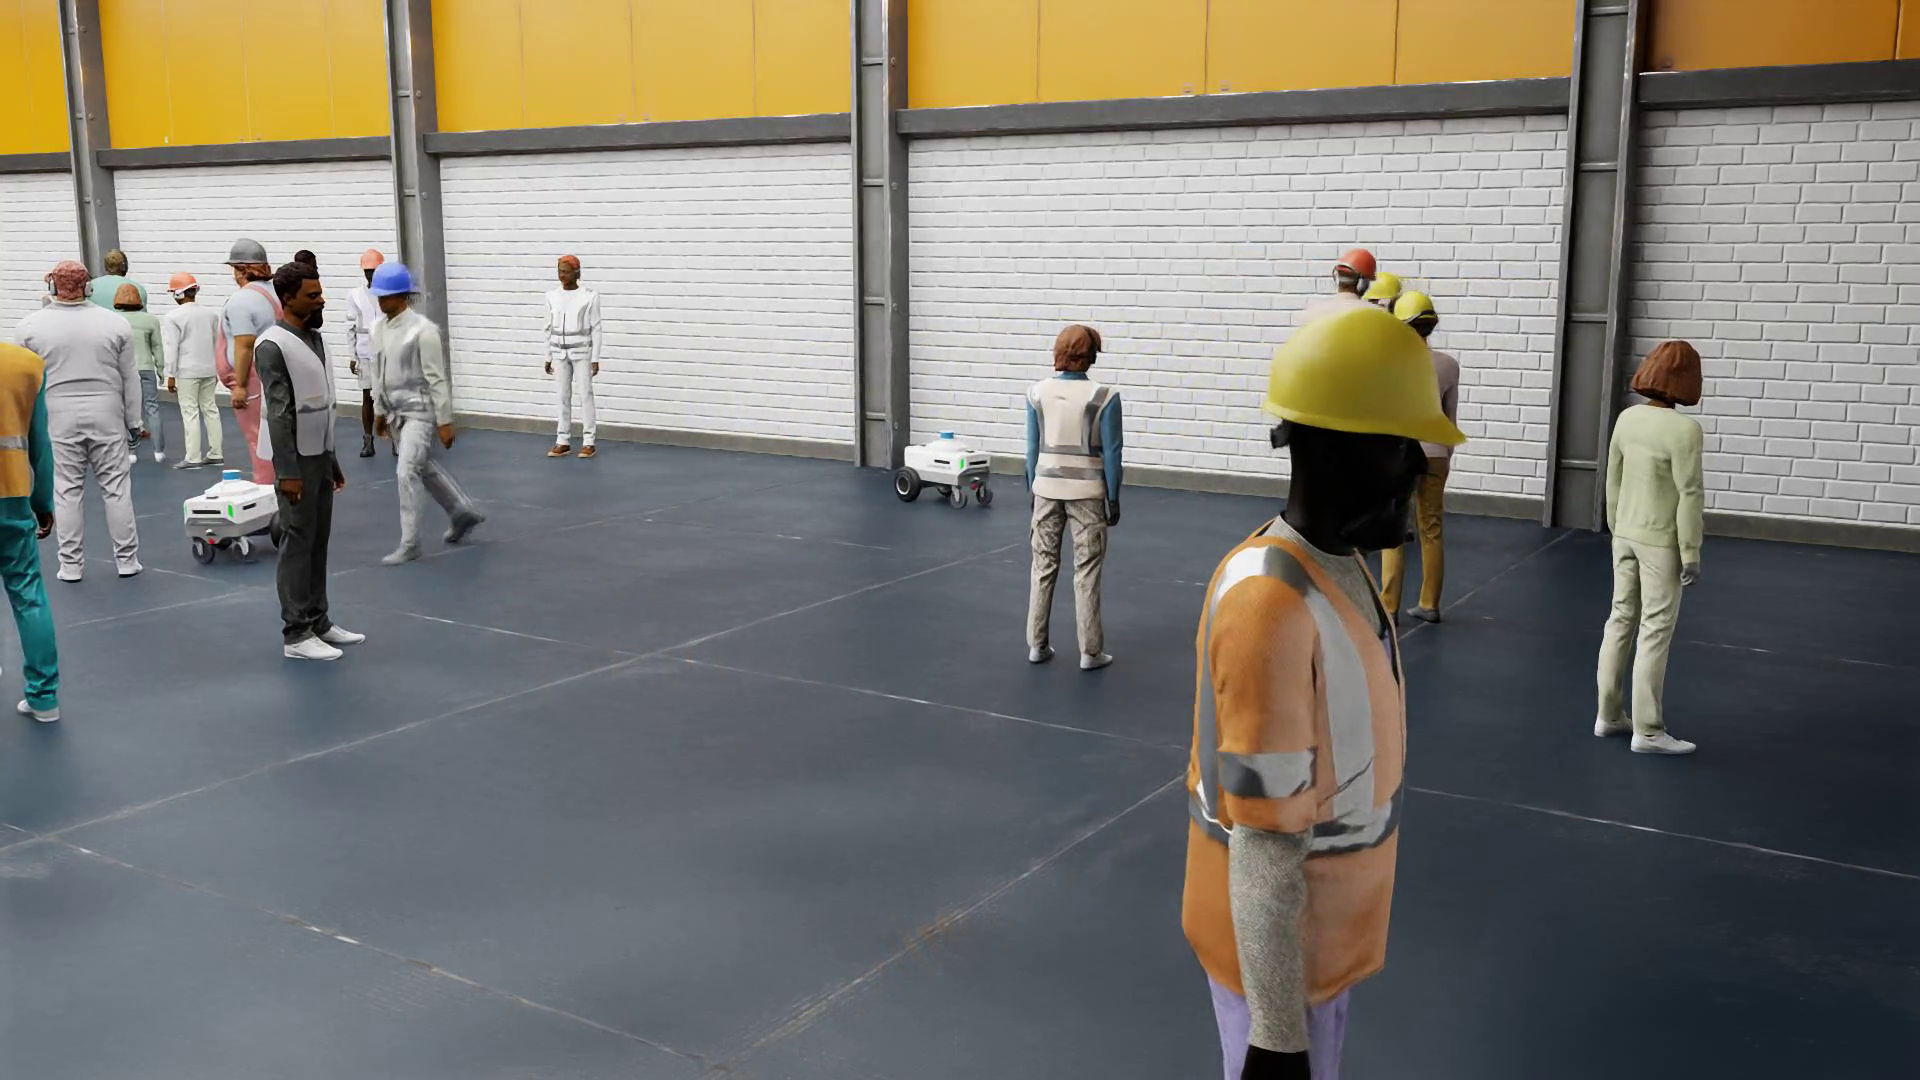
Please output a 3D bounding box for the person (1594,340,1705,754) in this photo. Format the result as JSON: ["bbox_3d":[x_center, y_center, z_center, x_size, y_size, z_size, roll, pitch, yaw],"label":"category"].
[{"bbox_3d":[2.762,0.025,6.621,0.268,1.632,0.507,-3,11,-14],"label":"person"}]

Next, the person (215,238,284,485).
[{"bbox_3d":[-5.166,-1.183,12.186,0.536,2.000,0.683,2,10,9],"label":"person"}]

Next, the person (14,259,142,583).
[{"bbox_3d":[-5.205,-0.700,9.881,0.642,1.908,0.407,-6,12,-30],"label":"person"}]

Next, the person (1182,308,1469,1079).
[{"bbox_3d":[0.546,0.609,2.577,0.387,1.922,0.594,4,11,19],"label":"person"}]

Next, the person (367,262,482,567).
[{"bbox_3d":[-3.391,-0.819,10.598,0.643,1.901,0.867,7,13,36],"label":"person"}]

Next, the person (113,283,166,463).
[{"bbox_3d":[-7.529,-1.519,15.173,0.507,1.631,0.266,-8,13,-37],"label":"person"}]

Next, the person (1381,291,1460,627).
[{"bbox_3d":[2.363,-0.423,8.755,0.525,1.760,0.341,-3,11,-18],"label":"person"}]

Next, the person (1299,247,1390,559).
[{"bbox_3d":[2.421,-0.847,10.496,0.644,1.987,0.451,7,12,32],"label":"person"}]

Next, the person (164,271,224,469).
[{"bbox_3d":[-6.836,-1.506,14.798,0.349,1.744,0.566,4,11,21],"label":"person"}]

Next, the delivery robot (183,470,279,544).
[{"bbox_3d":[-4.641,-0.205,10.626,0.477,0.478,0.707,0,10,3],"label":"delivery robot"}]

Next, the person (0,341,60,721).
[{"bbox_3d":[-4.011,-0.150,6.834,0.384,1.910,0.592,8,13,37],"label":"person"}]

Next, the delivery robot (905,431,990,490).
[{"bbox_3d":[-0.098,-0.600,12.811,0.477,0.478,0.707,-9,14,-42],"label":"delivery robot"}]

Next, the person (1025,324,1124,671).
[{"bbox_3d":[0.531,-0.200,7.885,0.510,1.630,0.318,6,12,30],"label":"person"}]

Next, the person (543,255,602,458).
[{"bbox_3d":[-3.618,-1.703,15.510,0.573,1.883,0.356,2,11,13],"label":"person"}]

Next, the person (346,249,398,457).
[{"bbox_3d":[-5.442,-1.742,15.567,0.545,1.938,0.356,-3,11,-17],"label":"person"}]

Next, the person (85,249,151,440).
[{"bbox_3d":[-8.468,-1.954,16.784,0.630,1.934,0.364,0,10,1],"label":"person"}]

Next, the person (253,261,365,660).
[{"bbox_3d":[-3.196,-0.385,8.103,0.391,1.920,0.593,0,10,-1],"label":"person"}]

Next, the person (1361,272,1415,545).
[{"bbox_3d":[2.798,-0.870,11.098,0.629,1.805,0.592,5,11,24],"label":"person"}]
